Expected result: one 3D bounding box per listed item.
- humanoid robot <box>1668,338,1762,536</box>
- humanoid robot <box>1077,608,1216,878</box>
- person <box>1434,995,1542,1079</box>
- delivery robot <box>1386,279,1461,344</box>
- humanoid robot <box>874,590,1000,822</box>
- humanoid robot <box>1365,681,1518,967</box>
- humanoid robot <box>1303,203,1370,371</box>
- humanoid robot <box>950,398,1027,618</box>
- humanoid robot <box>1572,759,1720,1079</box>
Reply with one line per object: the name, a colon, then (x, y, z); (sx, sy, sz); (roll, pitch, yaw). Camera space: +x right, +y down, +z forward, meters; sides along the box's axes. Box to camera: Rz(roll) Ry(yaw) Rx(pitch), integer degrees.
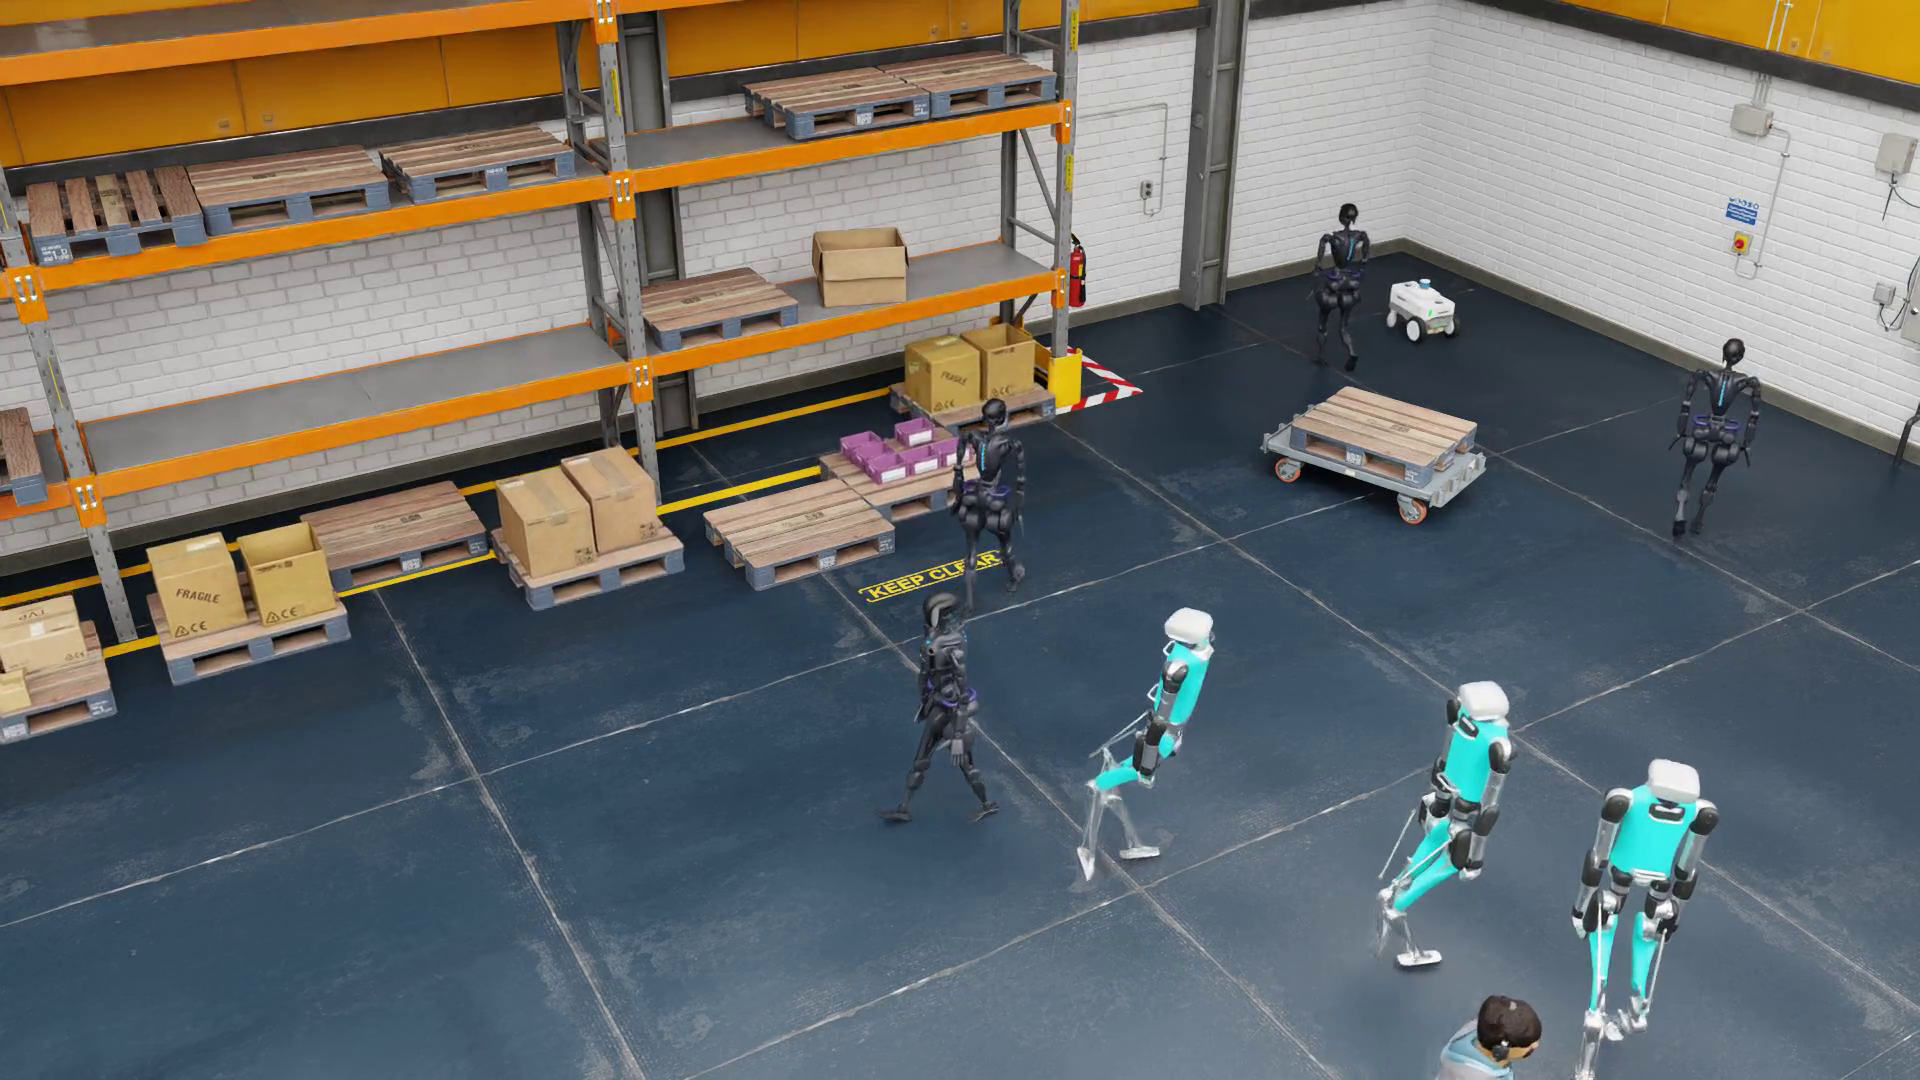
humanoid robot: (5.844, -0.764, 12.905); (0.608, 1.635, 0.536); (14, 32, 23)
humanoid robot: (0.965, 1.136, 9.474); (0.861, 1.780, 0.602); (15, 33, 25)
person: (2.141, 2.562, 6.853); (0.992, 1.824, 0.531); (5, 30, 9)
delivery robot: (4.673, -2.317, 16.805); (0.524, 0.614, 0.786); (-11, 31, -19)
humanoid robot: (-0.116, 1.027, 9.766); (0.763, 1.625, 0.586); (-14, 32, -23)
humanoid robot: (2.400, 1.615, 8.734); (0.777, 1.891, 0.558); (-7, 30, -12)
humanoid robot: (3.598, -2.368, 15.751); (0.585, 1.640, 0.565); (-9, 31, -15)
humanoid robot: (0.210, -0.276, 12.067); (0.607, 1.627, 0.725); (11, 31, 19)
humanoid robot: (3.286, 1.969, 8.036); (0.582, 1.793, 0.881); (4, 30, 7)
